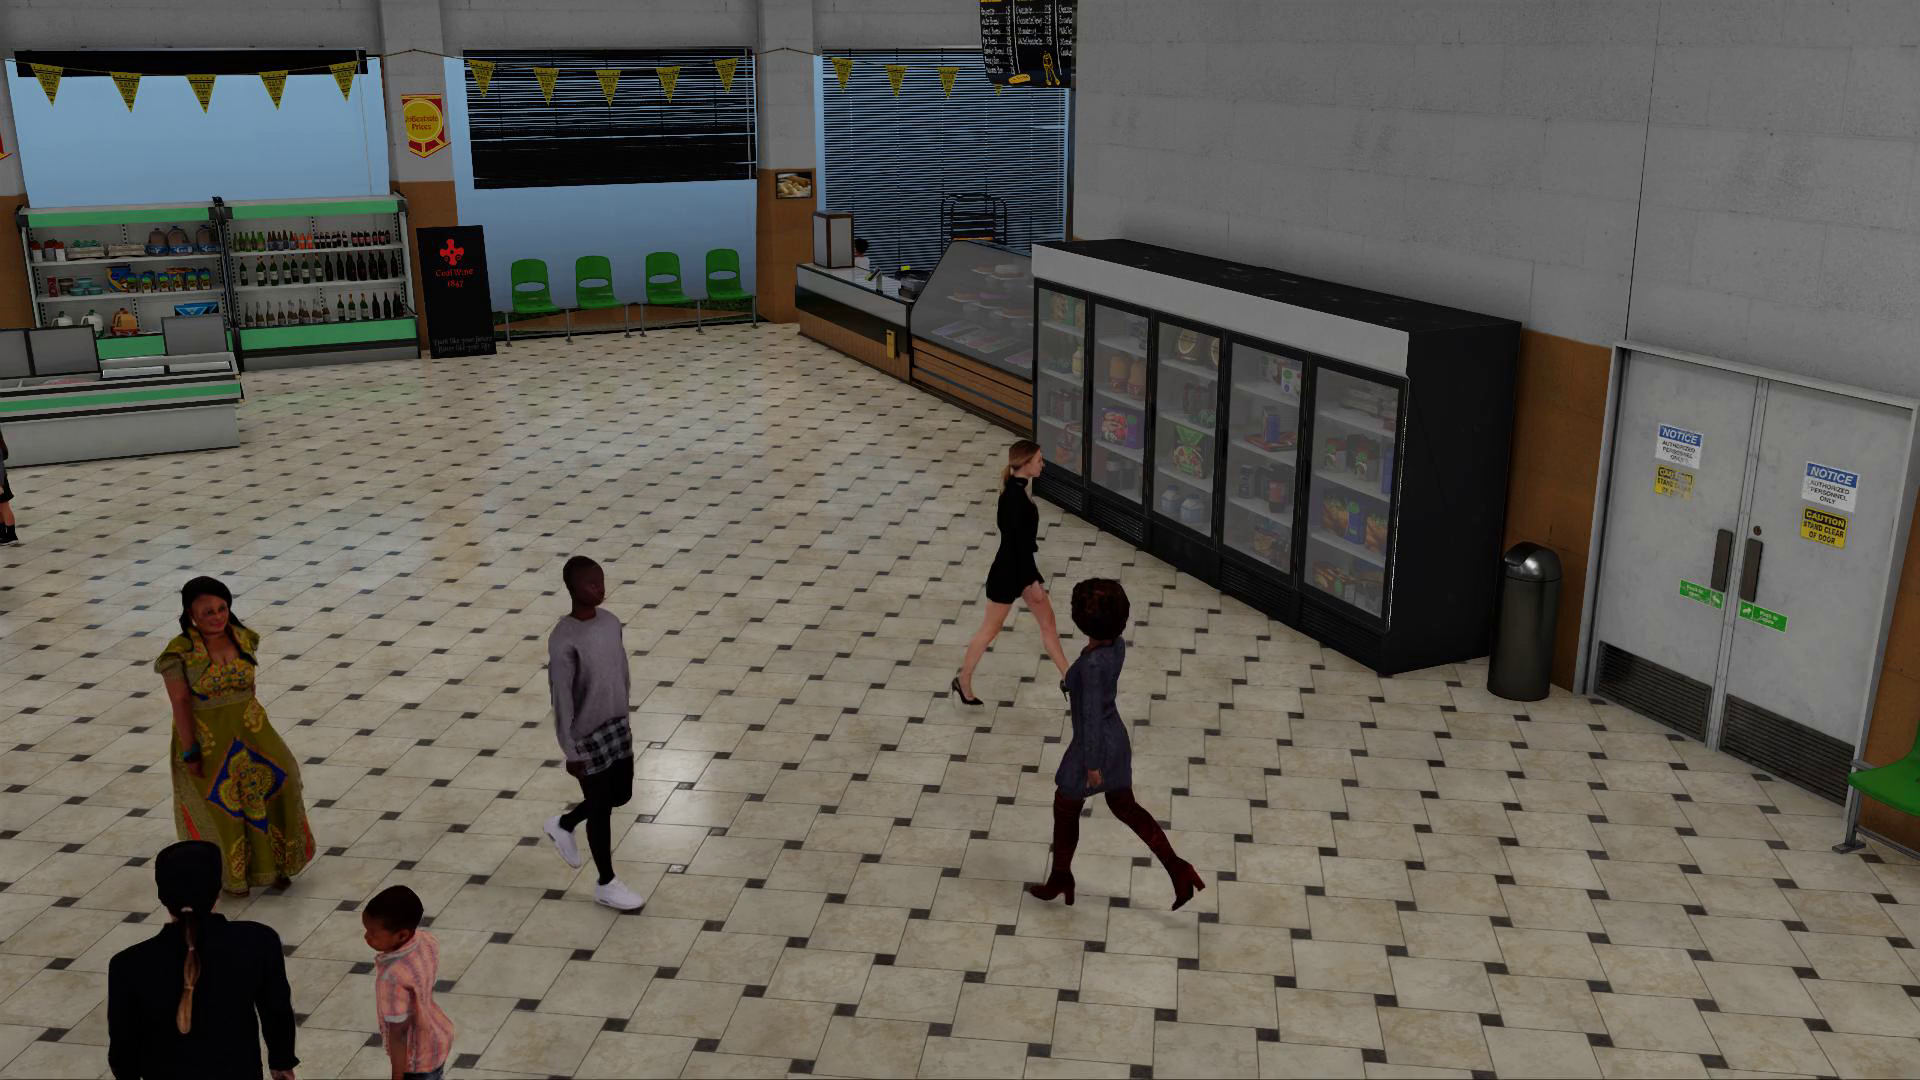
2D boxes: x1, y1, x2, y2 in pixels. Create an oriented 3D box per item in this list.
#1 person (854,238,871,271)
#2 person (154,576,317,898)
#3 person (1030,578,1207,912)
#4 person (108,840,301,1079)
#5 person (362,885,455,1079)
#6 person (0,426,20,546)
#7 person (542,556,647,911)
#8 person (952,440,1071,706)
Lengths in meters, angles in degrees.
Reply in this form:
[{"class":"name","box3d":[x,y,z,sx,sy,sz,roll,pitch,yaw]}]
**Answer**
[{"class":"person","box3d":[-1.436,-3.772,24.269,0.616,1.262,0.526,16,23,42]},{"class":"person","box3d":[-3.612,0.956,8.039,0.995,1.645,0.883,13,21,36]},{"class":"person","box3d":[0.737,1.012,7.792,1.079,1.680,1.099,9,19,27]},{"class":"person","box3d":[-2.406,1.782,5.309,0.891,1.651,0.831,-11,20,-33]},{"class":"person","box3d":[-1.853,1.796,5.879,0.794,1.293,0.695,2,17,8]},{"class":"person","box3d":[-8.014,-0.513,13.803,0.540,1.106,0.568,11,20,33]},{"class":"person","box3d":[-1.828,0.918,7.972,0.964,1.758,0.953,9,19,28]},{"class":"person","box3d":[0.259,0.268,10.202,1.224,1.705,0.949,0,17,1]}]
